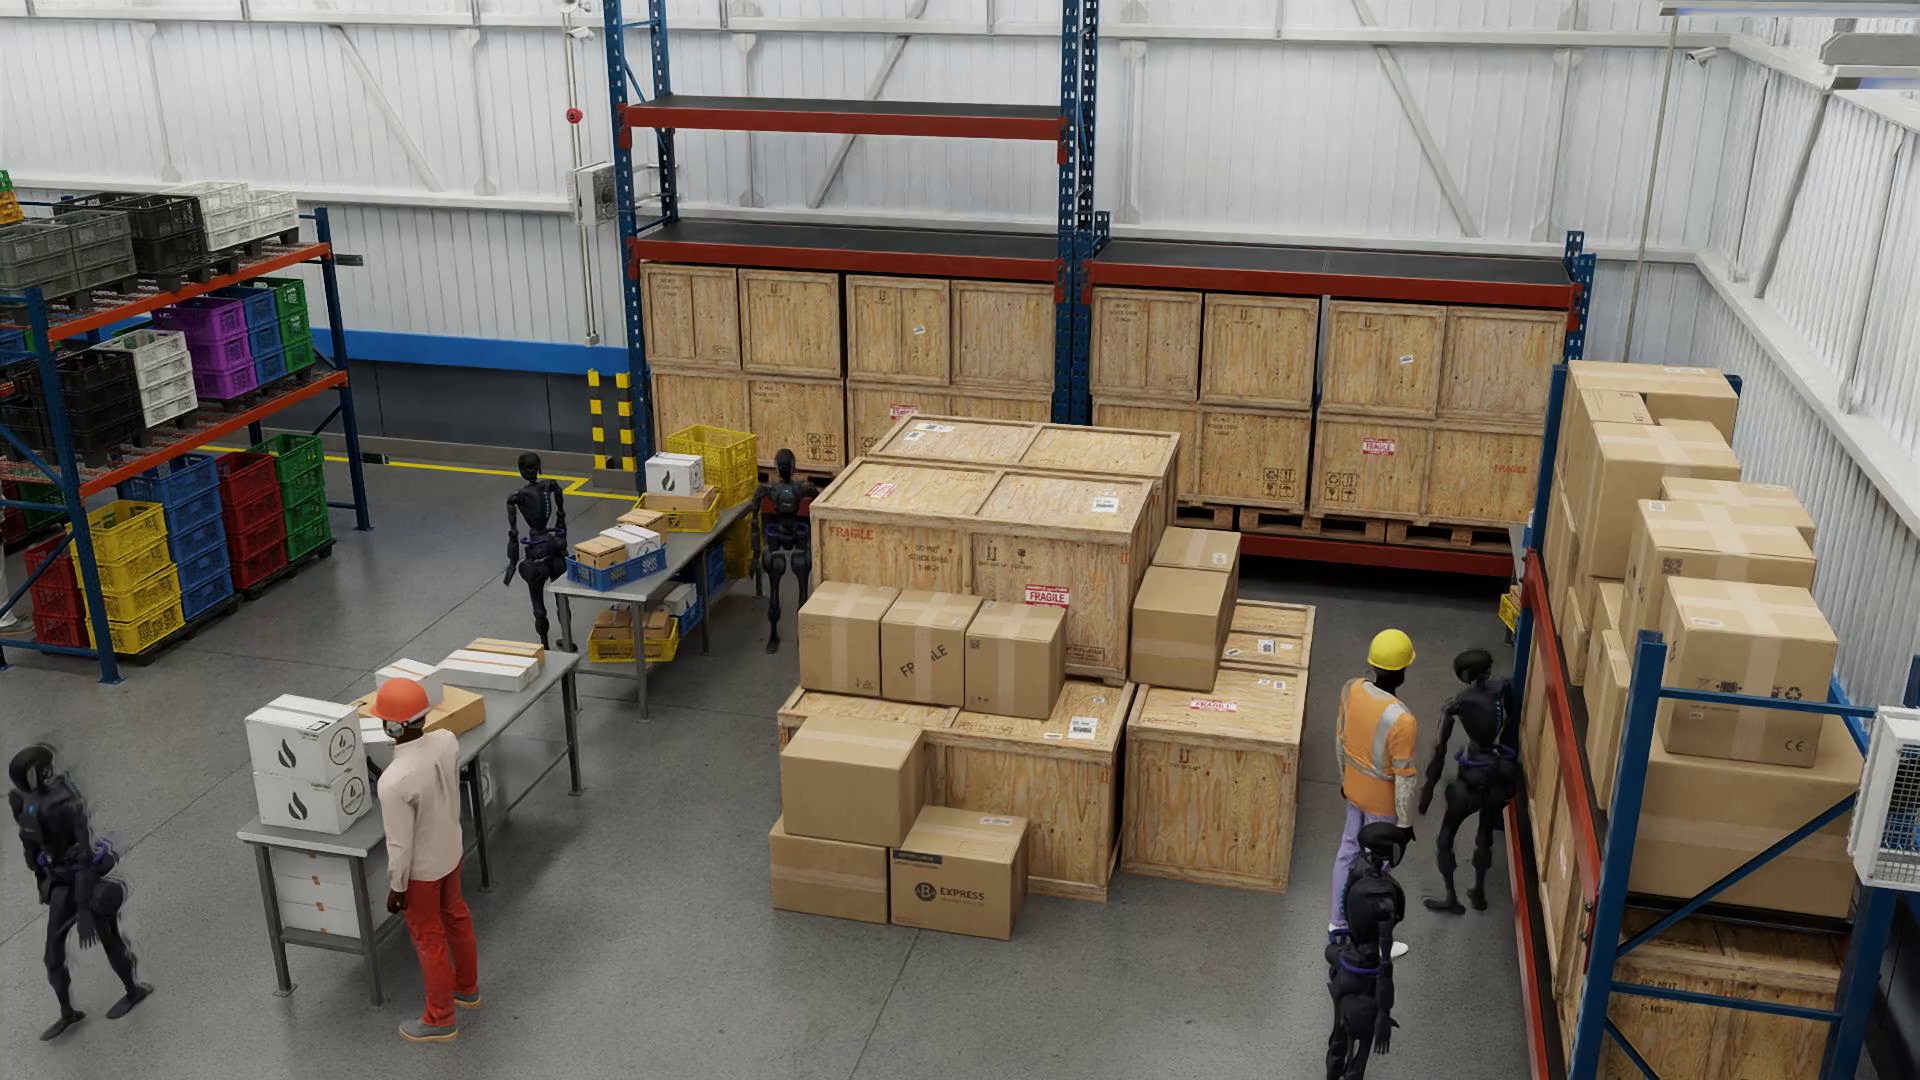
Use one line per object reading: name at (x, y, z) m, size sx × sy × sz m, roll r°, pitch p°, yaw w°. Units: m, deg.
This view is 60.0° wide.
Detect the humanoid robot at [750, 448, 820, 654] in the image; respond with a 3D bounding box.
humanoid robot at (-1.325, 0.085, 12.832) m, size 0.610 × 1.657 × 0.313 m, roll -3°, pitch 21°, yaw -9°

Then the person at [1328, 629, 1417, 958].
person at (2.278, 1.383, 9.100) m, size 0.349 × 1.929 × 0.592 m, roll -9°, pitch 23°, yaw -22°

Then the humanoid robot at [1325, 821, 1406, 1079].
humanoid robot at (1.873, 2.039, 7.717) m, size 0.324 × 1.657 × 0.593 m, roll -1°, pitch 21°, yaw -2°

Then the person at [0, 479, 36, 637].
person at (-7.723, -0.153, 13.187) m, size 0.355 × 1.883 × 0.573 m, roll -17°, pitch 27°, yaw -37°

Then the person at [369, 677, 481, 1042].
person at (-2.712, 1.609, 8.421) m, size 0.378 × 1.994 × 0.610 m, roll 5°, pitch 21°, yaw 12°

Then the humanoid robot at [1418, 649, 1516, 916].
humanoid robot at (2.958, 1.369, 9.521) m, size 0.621 × 1.639 × 0.394 m, roll -8°, pitch 22°, yaw -20°

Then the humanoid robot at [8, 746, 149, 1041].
humanoid robot at (-4.538, 1.775, 8.450) m, size 0.602 × 1.634 × 0.637 m, roll 6°, pitch 22°, yaw 15°

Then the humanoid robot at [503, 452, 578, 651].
humanoid robot at (-3.224, 0.115, 12.759) m, size 0.331 × 1.653 × 0.600 m, roll 14°, pitch 25°, yaw 33°
